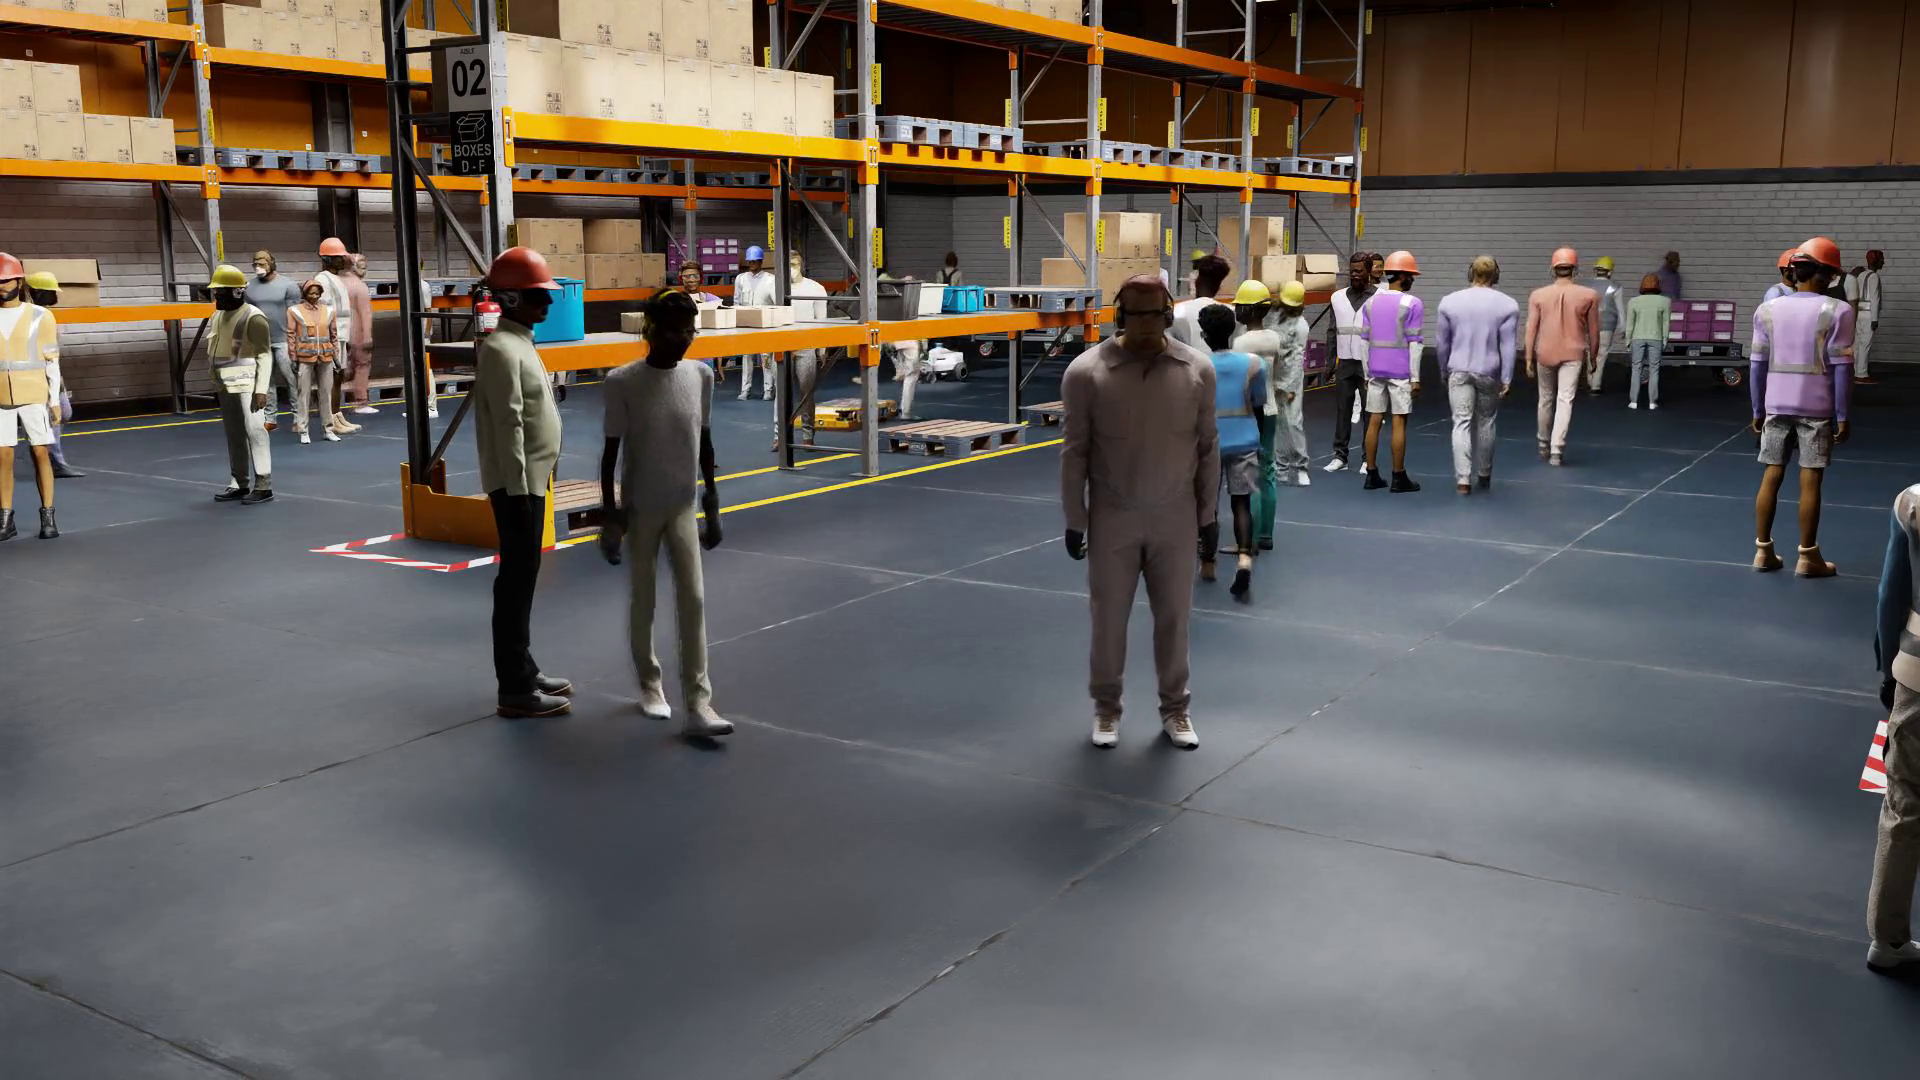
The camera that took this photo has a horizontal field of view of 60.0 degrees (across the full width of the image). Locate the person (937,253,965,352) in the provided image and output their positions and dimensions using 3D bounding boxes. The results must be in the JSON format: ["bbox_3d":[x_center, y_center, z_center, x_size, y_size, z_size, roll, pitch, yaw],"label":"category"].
[{"bbox_3d":[-0.126,-4.114,29.112,0.527,1.785,1.001,5,11,25],"label":"person"}]

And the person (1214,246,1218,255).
[{"bbox_3d":[4.352,-3.814,27.068,0.823,1.953,0.684,-2,10,-11],"label":"person"}]

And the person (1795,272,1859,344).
[{"bbox_3d":[10.072,-2.485,19.401,0.686,2.000,0.999,5,11,25],"label":"person"}]

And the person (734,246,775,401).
[{"bbox_3d":[-2.563,-2.727,20.994,0.603,1.949,0.397,2,10,10],"label":"person"}]

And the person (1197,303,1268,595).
[{"bbox_3d":[1.528,-0.531,9.590,0.530,1.670,0.798,0,10,-1],"label":"person"}]

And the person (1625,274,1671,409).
[{"bbox_3d":[8.265,-2.384,20.014,0.496,1.623,0.313,5,11,24],"label":"person"}]

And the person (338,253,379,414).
[{"bbox_3d":[-7.046,-2.365,19.207,0.651,1.875,0.603,7,12,33],"label":"person"}]

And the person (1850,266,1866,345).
[{"bbox_3d":[13.272,-3.236,24.691,0.293,1.633,0.505,2,10,11],"label":"person"}]

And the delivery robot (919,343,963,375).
[{"bbox_3d":[-0.291,-2.562,23.684,0.707,0.478,0.477,-10,14,-43],"label":"delivery robot"}]

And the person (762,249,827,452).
[{"bbox_3d":[-1.584,-1.804,15.909,0.635,1.937,0.353,0,10,-1],"label":"person"}]

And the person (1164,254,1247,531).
[{"bbox_3d":[1.635,-0.964,11.291,0.598,1.926,0.633,-2,10,-11],"label":"person"}]

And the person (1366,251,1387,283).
[{"bbox_3d":[6.127,-3.413,25.075,0.658,1.865,0.954,-7,12,-34],"label":"person"}]

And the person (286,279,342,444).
[{"bbox_3d":[-6.459,-1.787,16.644,0.514,1.640,0.310,-9,14,-41],"label":"person"}]

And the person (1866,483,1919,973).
[{"bbox_3d":[2.696,0.415,4.447,0.310,1.638,0.523,-5,11,-26],"label":"person"}]

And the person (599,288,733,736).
[{"bbox_3d":[-1.184,-0.101,6.779,0.586,1.818,0.895,-6,12,-32],"label":"person"}]

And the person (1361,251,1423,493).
[{"bbox_3d":[3.491,-1.352,13.415,0.376,1.934,0.547,-9,13,-40],"label":"person"}]

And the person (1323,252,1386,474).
[{"bbox_3d":[3.470,-1.531,14.455,0.597,1.916,0.372,7,12,33],"label":"person"}]

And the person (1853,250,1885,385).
[{"bbox_3d":[12.795,-3.136,23.438,0.341,1.882,0.587,1,10,8],"label":"person"}]

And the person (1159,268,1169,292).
[{"bbox_3d":[2.986,-3.634,26.084,0.593,1.925,0.384,4,11,20],"label":"person"}]

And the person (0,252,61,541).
[{"bbox_3d":[-6.371,-0.960,11.230,0.542,1.939,0.366,-3,11,-18],"label":"person"}]

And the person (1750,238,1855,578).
[{"bbox_3d":[5.075,-0.789,10.026,0.392,2.033,0.605,-8,13,-36],"label":"person"}]

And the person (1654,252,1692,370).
[{"bbox_3d":[11.070,-3.590,26.097,0.712,1.837,1.008,-7,12,-32],"label":"person"}]

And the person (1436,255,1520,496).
[{"bbox_3d":[4.160,-1.330,13.412,0.631,1.892,0.960,4,11,19],"label":"person"}]

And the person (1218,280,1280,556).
[{"bbox_3d":[1.870,-0.783,10.726,0.315,1.769,0.523,7,13,36],"label":"person"}]

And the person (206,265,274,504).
[{"bbox_3d":[-5.553,-1.188,12.790,0.600,1.830,0.404,6,12,30],"label":"person"}]

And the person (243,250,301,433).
[{"bbox_3d":[-7.196,-2.063,17.411,0.642,1.926,0.395,0,10,-1],"label":"person"}]

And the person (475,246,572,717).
[{"bbox_3d":[-1.862,-0.248,7.138,0.399,1.992,0.630,-2,10,-10],"label":"person"}]

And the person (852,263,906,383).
[{"bbox_3d":[-1.111,-3.140,23.746,0.969,1.793,0.634,-6,12,-32],"label":"person"}]

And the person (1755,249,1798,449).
[{"bbox_3d":[7.967,-1.830,16.055,0.552,1.936,0.359,-9,13,-39],"label":"person"}]

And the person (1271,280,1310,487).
[{"bbox_3d":[2.689,-1.301,13.807,0.326,1.705,0.646,-3,11,-15],"label":"person"}]

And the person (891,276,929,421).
[{"bbox_3d":[-0.543,-2.147,18.669,0.424,1.617,0.550,-8,13,-37],"label":"person"}]

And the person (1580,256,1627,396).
[{"bbox_3d":[8.410,-2.781,21.686,0.677,1.811,0.606,-9,14,-42],"label":"person"}]

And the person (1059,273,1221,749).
[{"bbox_3d":[0.719,-0.104,6.629,0.651,1.895,0.400,-1,10,-5],"label":"person"}]

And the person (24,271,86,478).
[{"bbox_3d":[-7.726,-1.394,14.147,0.366,1.764,0.535,-4,11,-21],"label":"person"}]

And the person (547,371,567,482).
[{"bbox_3d":[-3.360,-1.244,12.961,0.584,1.881,0.349,-1,10,-6],"label":"person"}]

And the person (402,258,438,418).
[{"bbox_3d":[-6.177,-2.312,18.933,0.317,1.863,0.531,-9,13,-40],"label":"person"}]

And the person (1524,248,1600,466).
[{"bbox_3d":[5.496,-1.675,15.190,0.624,1.940,1.009,5,11,26],"label":"person"}]

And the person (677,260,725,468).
[{"bbox_3d":[-2.377,-1.552,14.765,0.563,1.847,0.394,-4,11,-21],"label":"person"}]

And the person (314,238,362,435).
[{"bbox_3d":[-6.515,-2.127,17.404,0.380,2.045,0.605,-1,10,-6],"label":"person"}]

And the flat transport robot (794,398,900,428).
[{"bbox_3d":[-1.231,-1.411,18.352,0.652,0.197,1.431,4,11,20],"label":"flat transport robot"}]

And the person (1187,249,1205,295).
[{"bbox_3d":[3.901,-3.719,26.710,0.603,1.889,0.840,-5,11,-26],"label":"person"}]

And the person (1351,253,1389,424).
[{"bbox_3d":[4.545,-2.212,18.348,0.531,1.875,0.316,2,10,10],"label":"person"}]
